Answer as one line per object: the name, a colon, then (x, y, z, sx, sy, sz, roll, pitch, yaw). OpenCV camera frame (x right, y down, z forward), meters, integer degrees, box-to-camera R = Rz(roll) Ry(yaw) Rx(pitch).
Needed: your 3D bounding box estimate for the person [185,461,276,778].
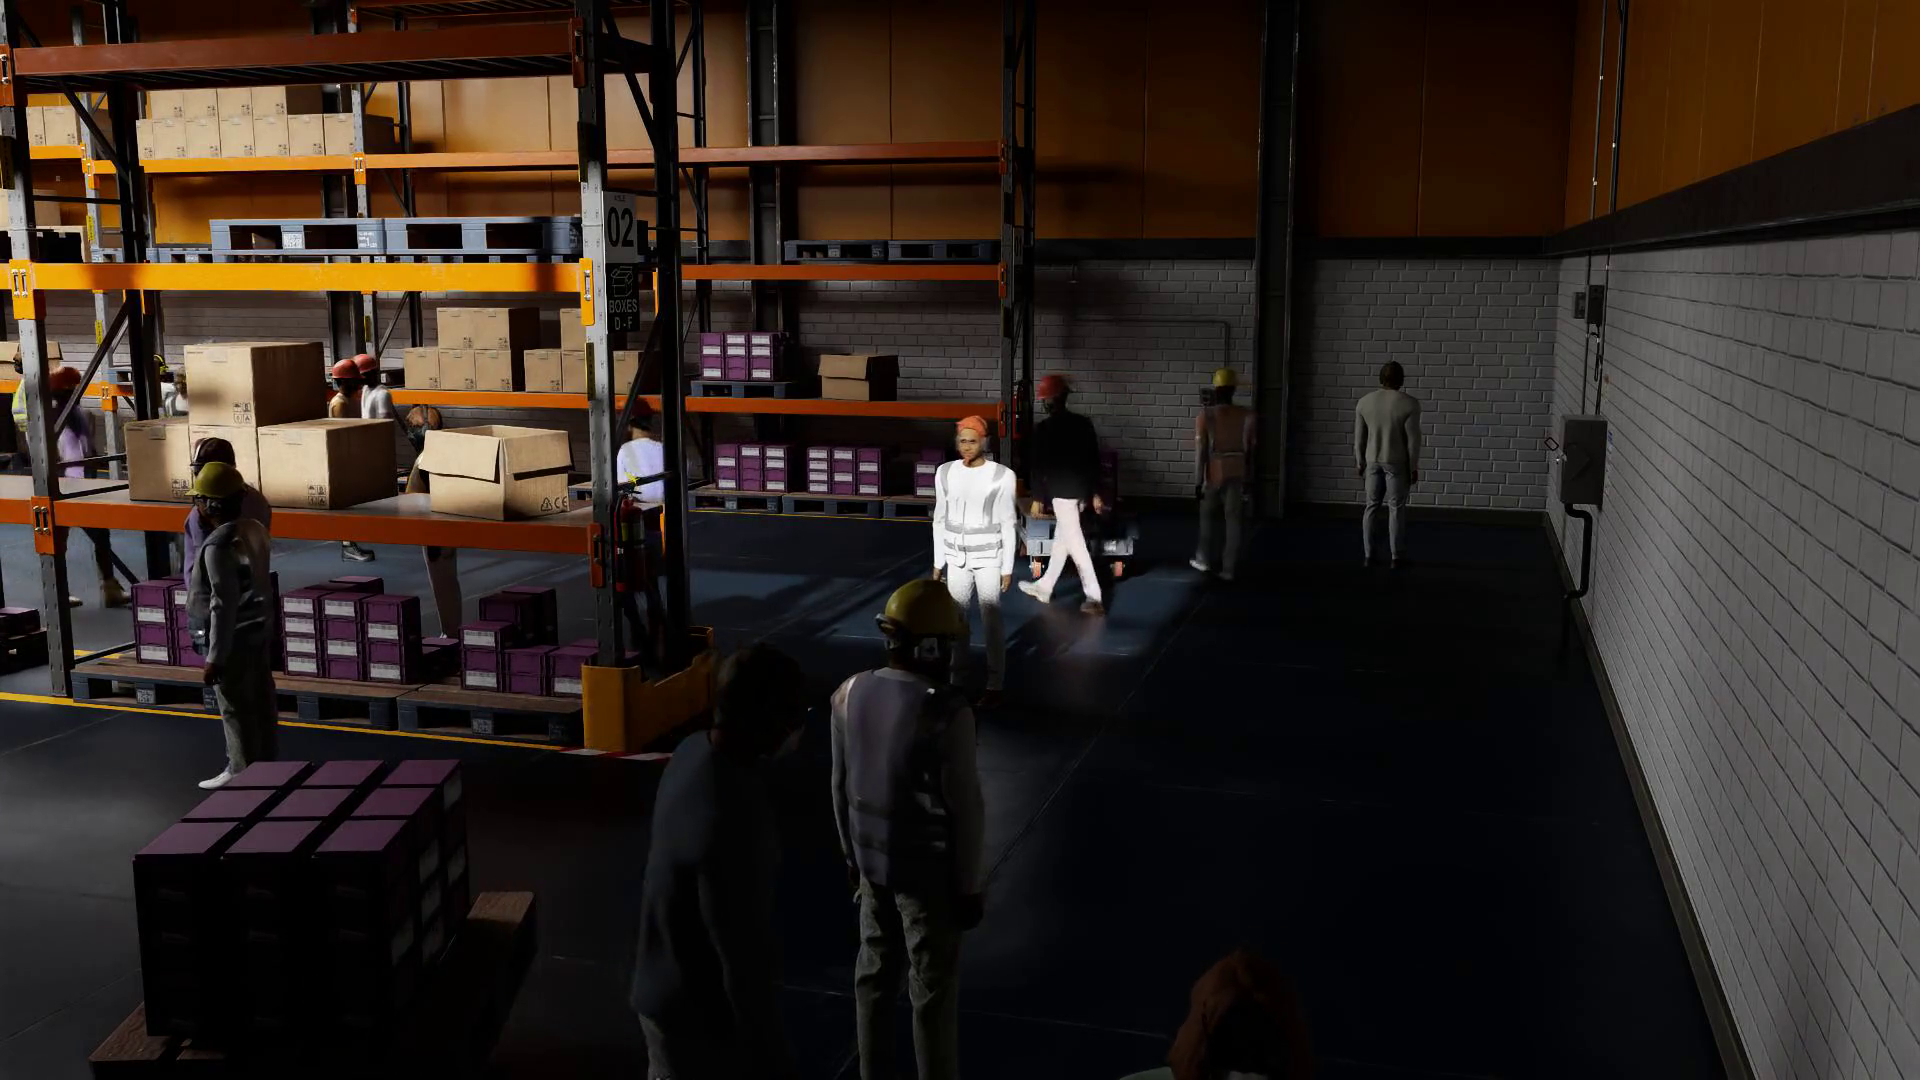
person: (-3.716, 0.512, 8.482, 0.403, 1.835, 0.586, -1, 9, -4)

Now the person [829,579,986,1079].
person: (-0.146, 1.030, 5.361, 0.592, 1.822, 0.404, 8, 12, 41)

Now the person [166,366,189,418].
person: (-7.706, -0.839, 16.744, 0.541, 1.823, 0.387, 0, 9, -2)

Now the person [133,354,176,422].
person: (-8.724, -1.087, 18.129, 0.512, 1.870, 0.330, 1, 9, 7)

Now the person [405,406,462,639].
person: (-3.749, -0.043, 11.892, 0.430, 1.835, 0.622, -3, 10, -15)

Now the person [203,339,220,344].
person: (-8.355, -1.270, 18.719, 0.700, 2.000, 0.558, -8, 12, -40)

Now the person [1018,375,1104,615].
person: (0.871, -0.379, 13.615, 0.628, 1.938, 0.967, -9, 13, -42)

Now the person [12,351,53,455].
person: (-10.969, -1.325, 19.697, 0.429, 1.837, 0.624, -6, 11, -31)

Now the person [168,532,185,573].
person: (-5.740, -0.071, 12.449, 0.895, 1.695, 0.502, 3, 10, 20)

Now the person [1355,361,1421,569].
person: (3.998, -0.701, 15.559, 0.628, 1.940, 0.378, 7, 12, 37)

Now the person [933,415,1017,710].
person: (0.093, 0.143, 10.614, 0.579, 1.875, 0.349, 5, 10, 27)

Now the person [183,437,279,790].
person: (-3.965, 0.395, 8.991, 0.399, 1.905, 0.643, 1, 9, 5)

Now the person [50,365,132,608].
person: (-7.191, -0.416, 13.613, 0.922, 2.004, 0.633, 4, 10, 21)

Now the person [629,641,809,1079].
person: (-0.534, 1.186, 4.200, 0.822, 1.887, 0.649, -2, 9, -11)

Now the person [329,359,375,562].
person: (-5.826, -0.757, 15.906, 0.354, 1.939, 0.544, -3, 10, -18)

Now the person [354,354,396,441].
person: (-6.131, -1.018, 17.605, 0.588, 1.907, 0.778, -7, 12, -37)

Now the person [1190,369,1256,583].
person: (2.357, -0.599, 15.076, 0.606, 1.886, 0.899, -2, 9, -11)

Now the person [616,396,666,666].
person: (-2.257, -0.061, 11.743, 0.454, 1.908, 0.590, 9, 13, 43)

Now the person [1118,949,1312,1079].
person: (0.467, 1.515, 2.994, 0.541, 1.624, 0.341, 2, 10, 15)
